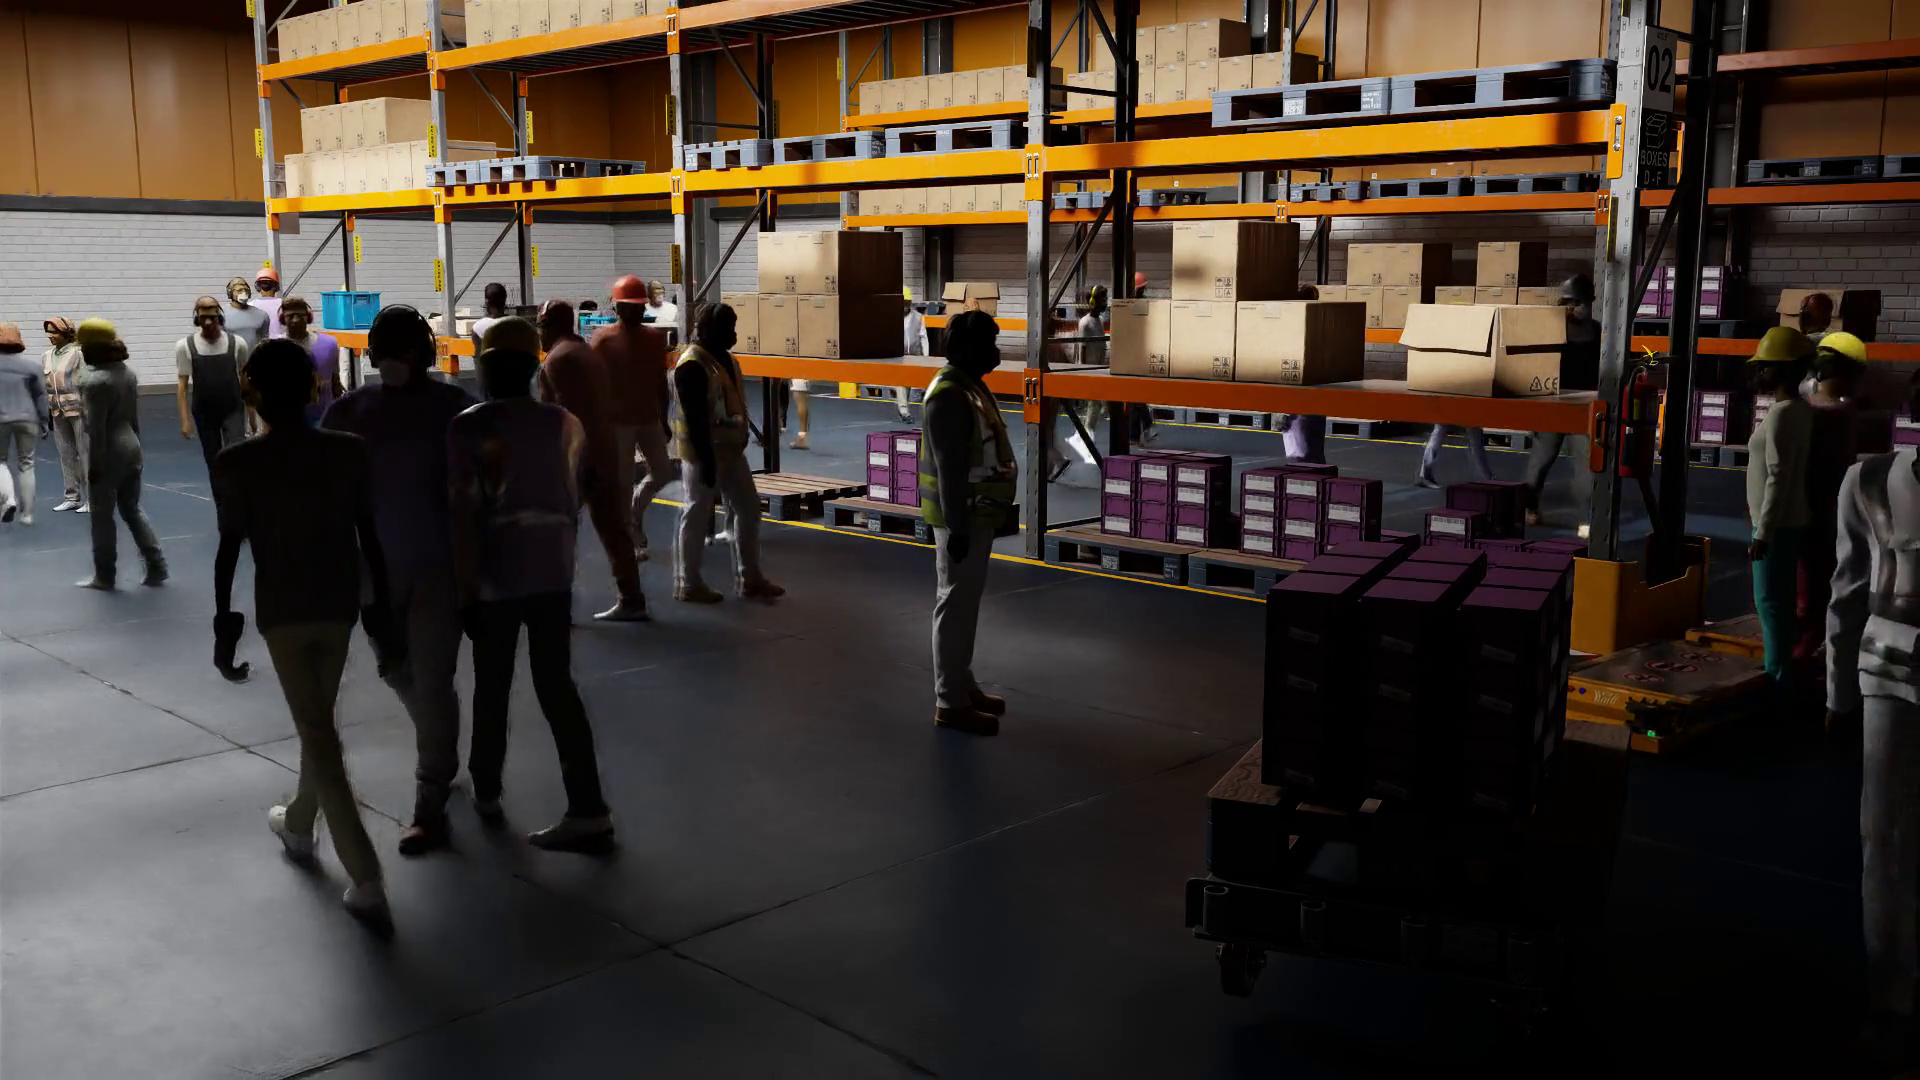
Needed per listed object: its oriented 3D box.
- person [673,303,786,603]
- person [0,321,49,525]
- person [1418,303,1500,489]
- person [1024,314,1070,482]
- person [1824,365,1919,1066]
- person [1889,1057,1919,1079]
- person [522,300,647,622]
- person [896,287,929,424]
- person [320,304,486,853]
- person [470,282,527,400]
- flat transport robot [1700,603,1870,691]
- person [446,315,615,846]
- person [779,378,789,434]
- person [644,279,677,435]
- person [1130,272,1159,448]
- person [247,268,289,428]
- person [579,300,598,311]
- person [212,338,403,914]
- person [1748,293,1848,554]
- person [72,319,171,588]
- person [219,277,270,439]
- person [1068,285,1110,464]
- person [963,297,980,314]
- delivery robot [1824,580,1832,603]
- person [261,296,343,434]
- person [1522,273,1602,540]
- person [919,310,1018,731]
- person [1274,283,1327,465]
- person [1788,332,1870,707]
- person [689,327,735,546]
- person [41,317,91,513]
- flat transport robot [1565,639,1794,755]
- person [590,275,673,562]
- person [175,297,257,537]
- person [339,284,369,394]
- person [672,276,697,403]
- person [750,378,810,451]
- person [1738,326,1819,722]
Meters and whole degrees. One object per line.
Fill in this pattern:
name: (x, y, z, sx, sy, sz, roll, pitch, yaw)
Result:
person: (-1.381, -0.503, 9.969, 0.764, 1.814, 0.663, 3, 10, 18)
person: (-7.454, -0.909, 13.076, 0.549, 1.612, 0.375, -7, 11, -35)
person: (4.555, -1.281, 15.048, 0.549, 1.711, 0.921, -8, 12, -40)
person: (0.828, -1.335, 15.638, 0.418, 1.630, 0.534, 6, 11, 31)
person: (2.573, 0.394, 4.336, 0.587, 1.863, 0.691, 7, 12, 37)
person: (2.238, 0.641, 3.367, 0.504, 1.679, 0.549, 1, 9, 8)
person: (-2.180, -0.434, 9.489, 0.814, 1.842, 0.674, 2, 9, 12)
person: (-0.730, -2.434, 21.924, 0.629, 1.788, 0.935, -3, 10, -20)
person: (-1.974, 0.092, 6.088, 0.638, 1.911, 0.921, 0, 9, -2)
person: (-4.092, -1.323, 14.763, 0.596, 1.899, 0.600, -9, 13, -43)
flat transport robot: (4.263, 0.527, 8.391, 1.431, 0.197, 0.652, -7, 12, -38)
person: (-1.558, 0.138, 5.958, 0.606, 1.862, 0.838, -8, 12, -41)
person: (-2.241, -2.273, 20.507, 0.607, 1.930, 0.951, -3, 10, -16)
person: (-3.761, -2.252, 20.467, 0.664, 1.903, 0.907, -6, 11, -34)
person: (1.971, -2.016, 18.732, 0.420, 1.981, 0.650, 7, 11, 36)
person: (-7.646, -2.003, 18.519, 0.605, 2.034, 0.392, -3, 10, -16)
person: (-4.353, -2.008, 19.699, 0.896, 1.645, 0.548, 6, 11, 35)
person: (-2.107, 0.259, 5.365, 0.530, 1.808, 1.020, -9, 13, -43)
person: (5.761, -0.745, 11.354, 0.611, 1.851, 0.776, -3, 10, -17)
person: (-5.362, -0.523, 10.492, 0.544, 1.724, 0.511, 1, 9, 6)
person: (-7.351, -1.719, 17.064, 0.372, 1.940, 0.630, 9, 13, 43)
person: (1.385, -1.706, 17.229, 0.429, 1.856, 0.560, 4, 10, 26)
person: (0.174, -2.573, 23.267, 0.495, 1.626, 0.285, -4, 10, -25)
delivery robot: (4.807, 0.191, 9.295, 0.477, 0.478, 0.707, 4, 10, 20)
person: (-4.815, -0.873, 12.221, 0.611, 1.817, 0.692, -5, 10, -26)
person: (4.631, -1.067, 12.753, 0.685, 2.000, 1.004, 0, 9, 0)
person: (0.041, -0.092, 7.383, 0.429, 1.841, 0.633, 1, 9, 8)
person: (2.672, -1.053, 13.071, 0.406, 1.911, 0.639, 8, 12, 40)
person: (3.959, -0.080, 7.622, 0.374, 1.734, 0.552, 1, 9, 3)
person: (-1.832, -0.773, 12.257, 0.327, 1.615, 0.502, 7, 12, 37)
person: (-7.386, -1.034, 13.812, 0.508, 1.629, 0.314, 3, 10, 18)
flat transport robot: (3.167, 0.677, 7.474, 1.431, 0.197, 0.652, -8, 12, -41)
person: (-2.283, -0.835, 11.518, 0.480, 1.976, 0.645, 9, 13, 43)
person: (-5.593, -0.914, 12.520, 0.534, 1.804, 0.878, -4, 10, -22)
person: (-9.061, -2.924, 24.774, 0.593, 1.832, 0.403, 2, 10, 14)
person: (-4.116, -3.030, 24.931, 0.397, 1.992, 0.621, -5, 11, -28)
person: (-2.014, -2.019, 18.728, 0.626, 1.991, 1.024, -7, 12, -37)
person: (3.647, -0.069, 7.475, 0.310, 1.768, 0.533, 6, 11, 34)
